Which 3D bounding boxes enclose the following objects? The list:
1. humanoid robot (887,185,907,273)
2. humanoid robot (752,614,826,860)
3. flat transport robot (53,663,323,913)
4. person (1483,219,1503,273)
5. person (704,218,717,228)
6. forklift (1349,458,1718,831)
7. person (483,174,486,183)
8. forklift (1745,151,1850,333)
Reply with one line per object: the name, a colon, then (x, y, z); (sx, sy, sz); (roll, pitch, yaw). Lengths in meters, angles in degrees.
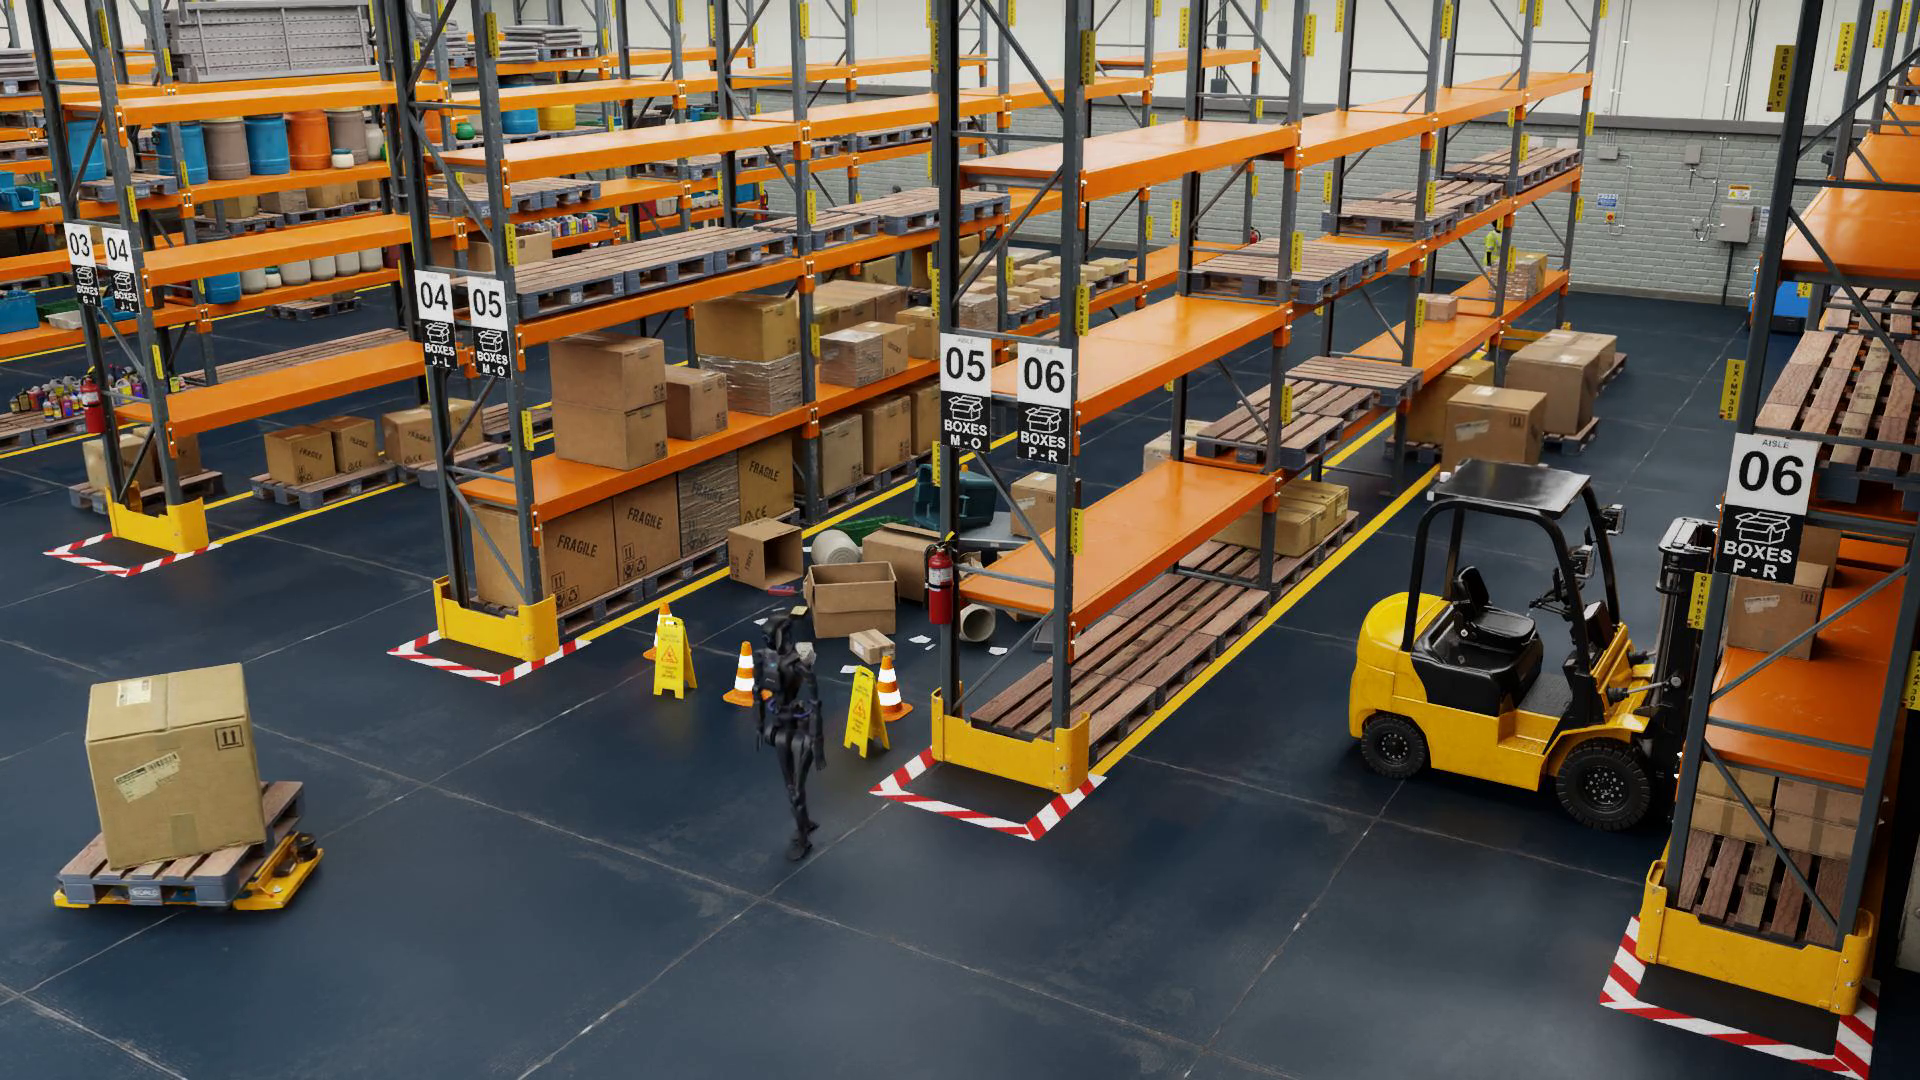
humanoid robot: (-1.203, -5.857, 31.400); (0.608, 1.644, 0.501); (-11, 22, -30)
humanoid robot: (-1.120, 1.252, 10.856); (0.590, 1.636, 0.550); (11, 22, 30)
flat transport robot: (-4.880, 2.089, 10.576); (1.431, 0.231, 0.659); (0, 19, 1)
person: (8.878, -4.575, 27.648); (0.318, 1.699, 0.535); (16, 25, 39)
person: (-5.235, -7.063, 34.867); (0.491, 1.688, 0.347); (-6, 20, -17)
forklift: (3.988, 0.658, 11.776); (2.313, 2.155, 1.214); (11, 22, 29)
person: (-10.392, -7.729, 36.618); (0.332, 1.801, 0.515); (10, 21, 26)
forklift: (13.620, -4.667, 26.137); (1.873, 2.768, 1.129); (11, 22, 29)
